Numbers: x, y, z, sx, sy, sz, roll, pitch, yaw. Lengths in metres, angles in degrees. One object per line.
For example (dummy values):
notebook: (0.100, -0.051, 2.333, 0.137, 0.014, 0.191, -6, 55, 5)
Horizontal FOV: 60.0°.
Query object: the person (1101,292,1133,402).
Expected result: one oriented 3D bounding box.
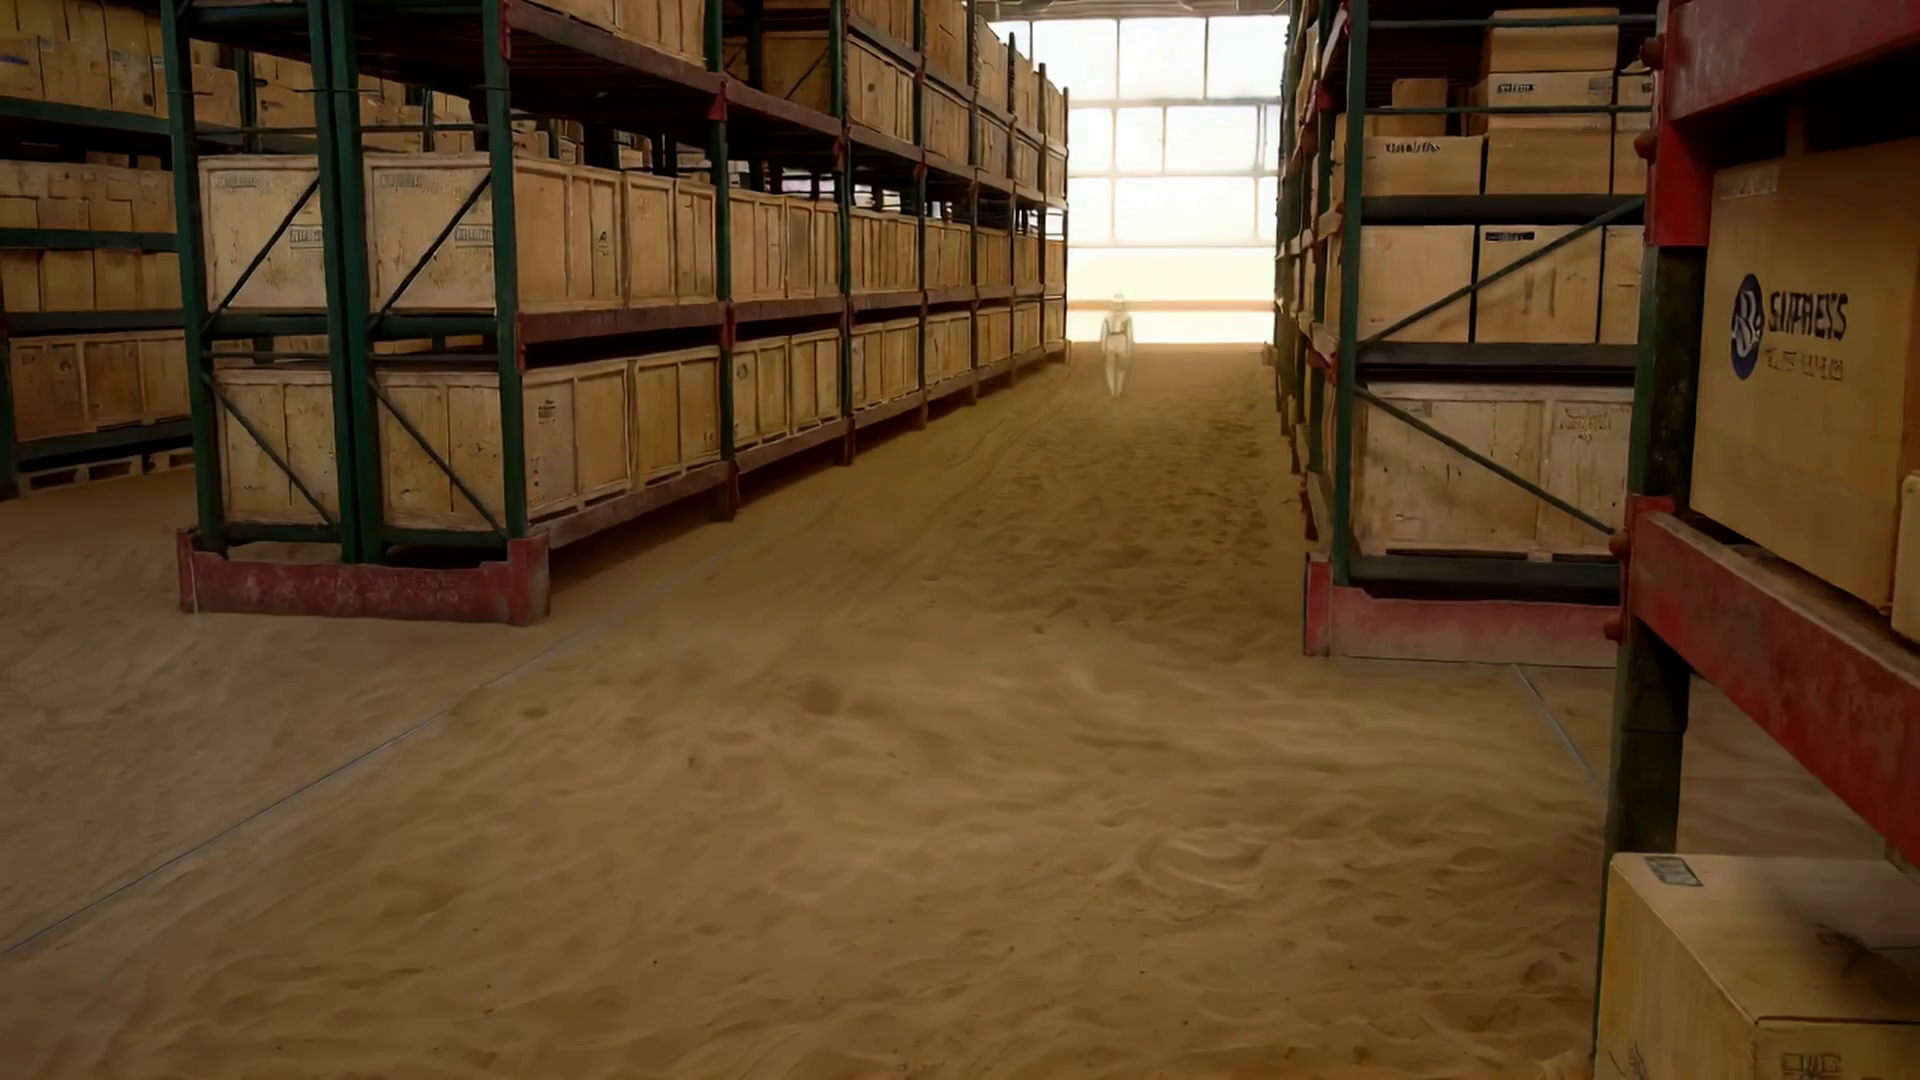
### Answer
person: (2.415, -2.961, 25.638, 0.492, 1.719, 0.662, 1, 9, 5)
